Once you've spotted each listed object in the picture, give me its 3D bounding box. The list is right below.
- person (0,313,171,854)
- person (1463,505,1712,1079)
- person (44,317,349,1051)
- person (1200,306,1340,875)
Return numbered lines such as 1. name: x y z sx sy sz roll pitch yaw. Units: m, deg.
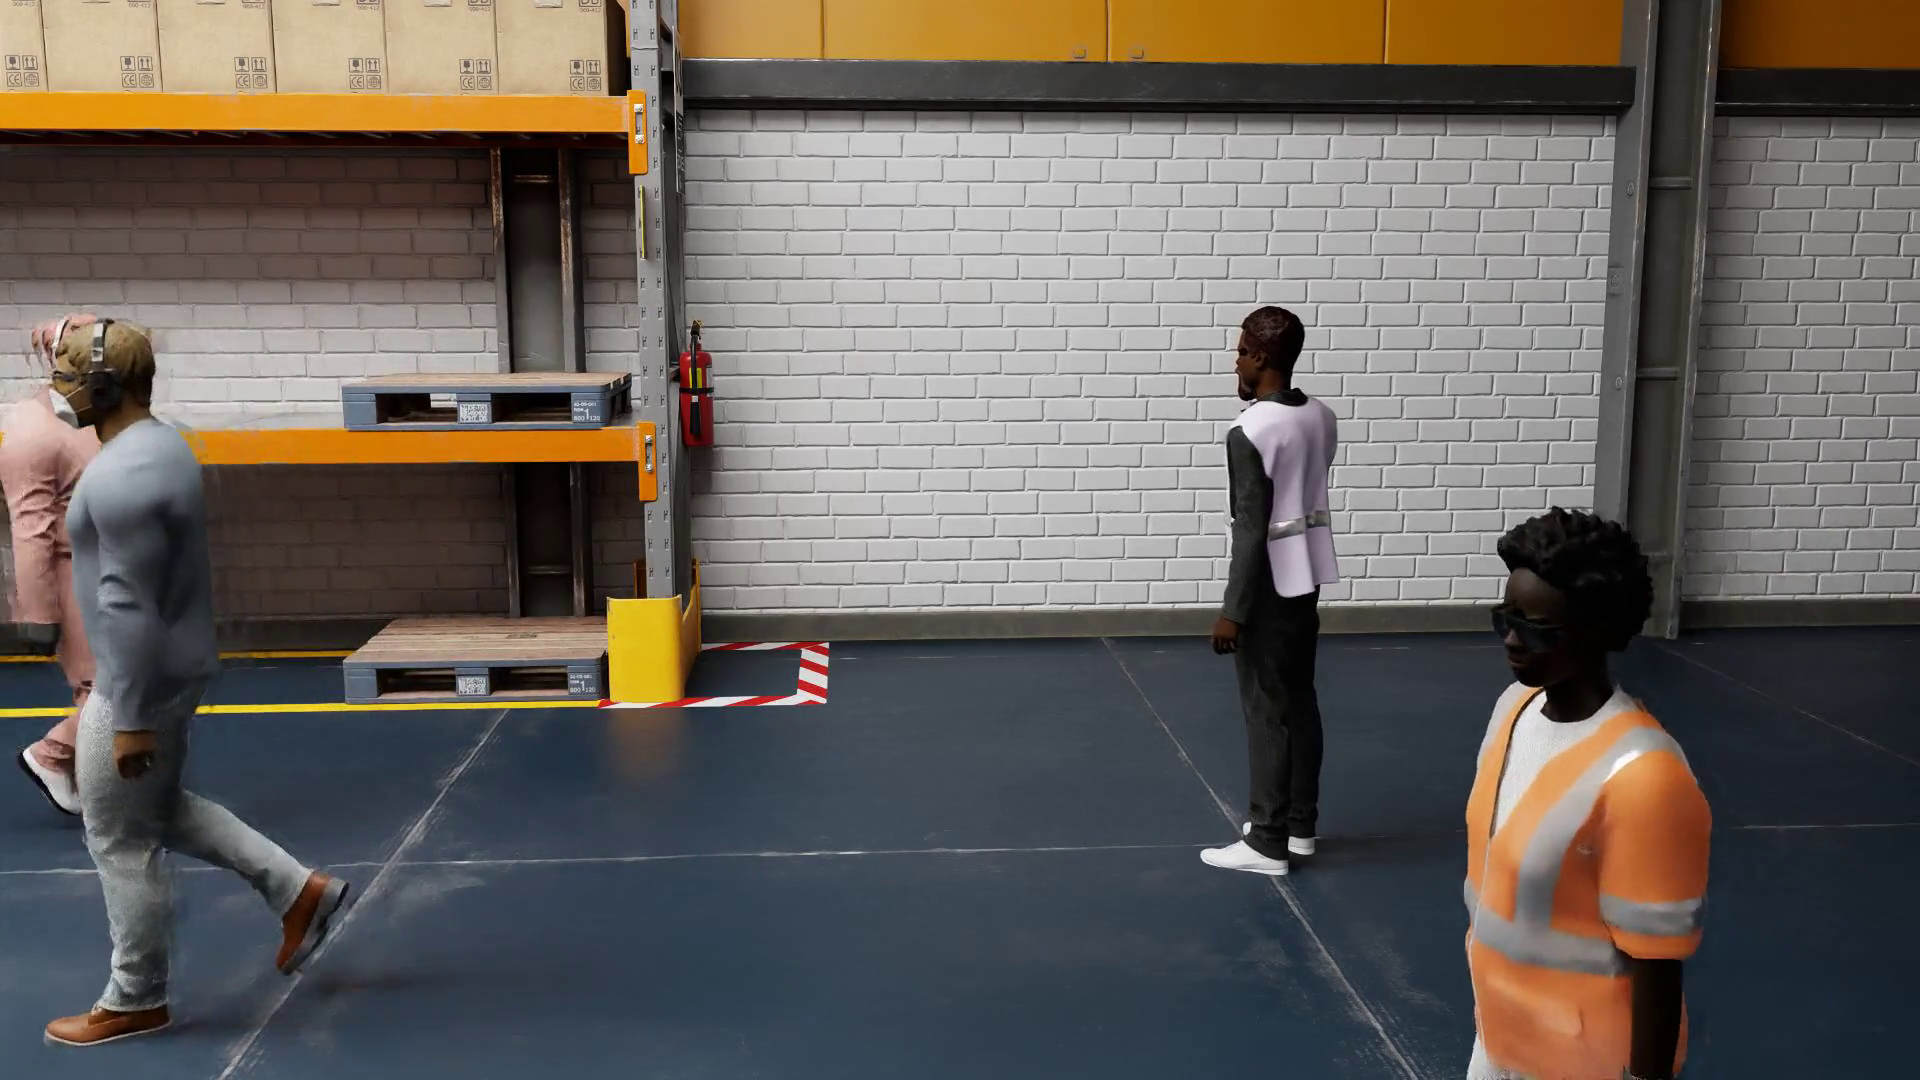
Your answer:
1. person: -3.059 0.162 5.792 0.559 1.897 0.652 0 9 3
2. person: 1.026 0.776 2.615 0.568 1.683 0.536 0 9 -2
3. person: -2.073 0.377 4.387 0.671 1.923 0.635 -3 10 -18
4. person: 1.068 0.177 5.634 0.392 1.918 0.587 7 11 37
